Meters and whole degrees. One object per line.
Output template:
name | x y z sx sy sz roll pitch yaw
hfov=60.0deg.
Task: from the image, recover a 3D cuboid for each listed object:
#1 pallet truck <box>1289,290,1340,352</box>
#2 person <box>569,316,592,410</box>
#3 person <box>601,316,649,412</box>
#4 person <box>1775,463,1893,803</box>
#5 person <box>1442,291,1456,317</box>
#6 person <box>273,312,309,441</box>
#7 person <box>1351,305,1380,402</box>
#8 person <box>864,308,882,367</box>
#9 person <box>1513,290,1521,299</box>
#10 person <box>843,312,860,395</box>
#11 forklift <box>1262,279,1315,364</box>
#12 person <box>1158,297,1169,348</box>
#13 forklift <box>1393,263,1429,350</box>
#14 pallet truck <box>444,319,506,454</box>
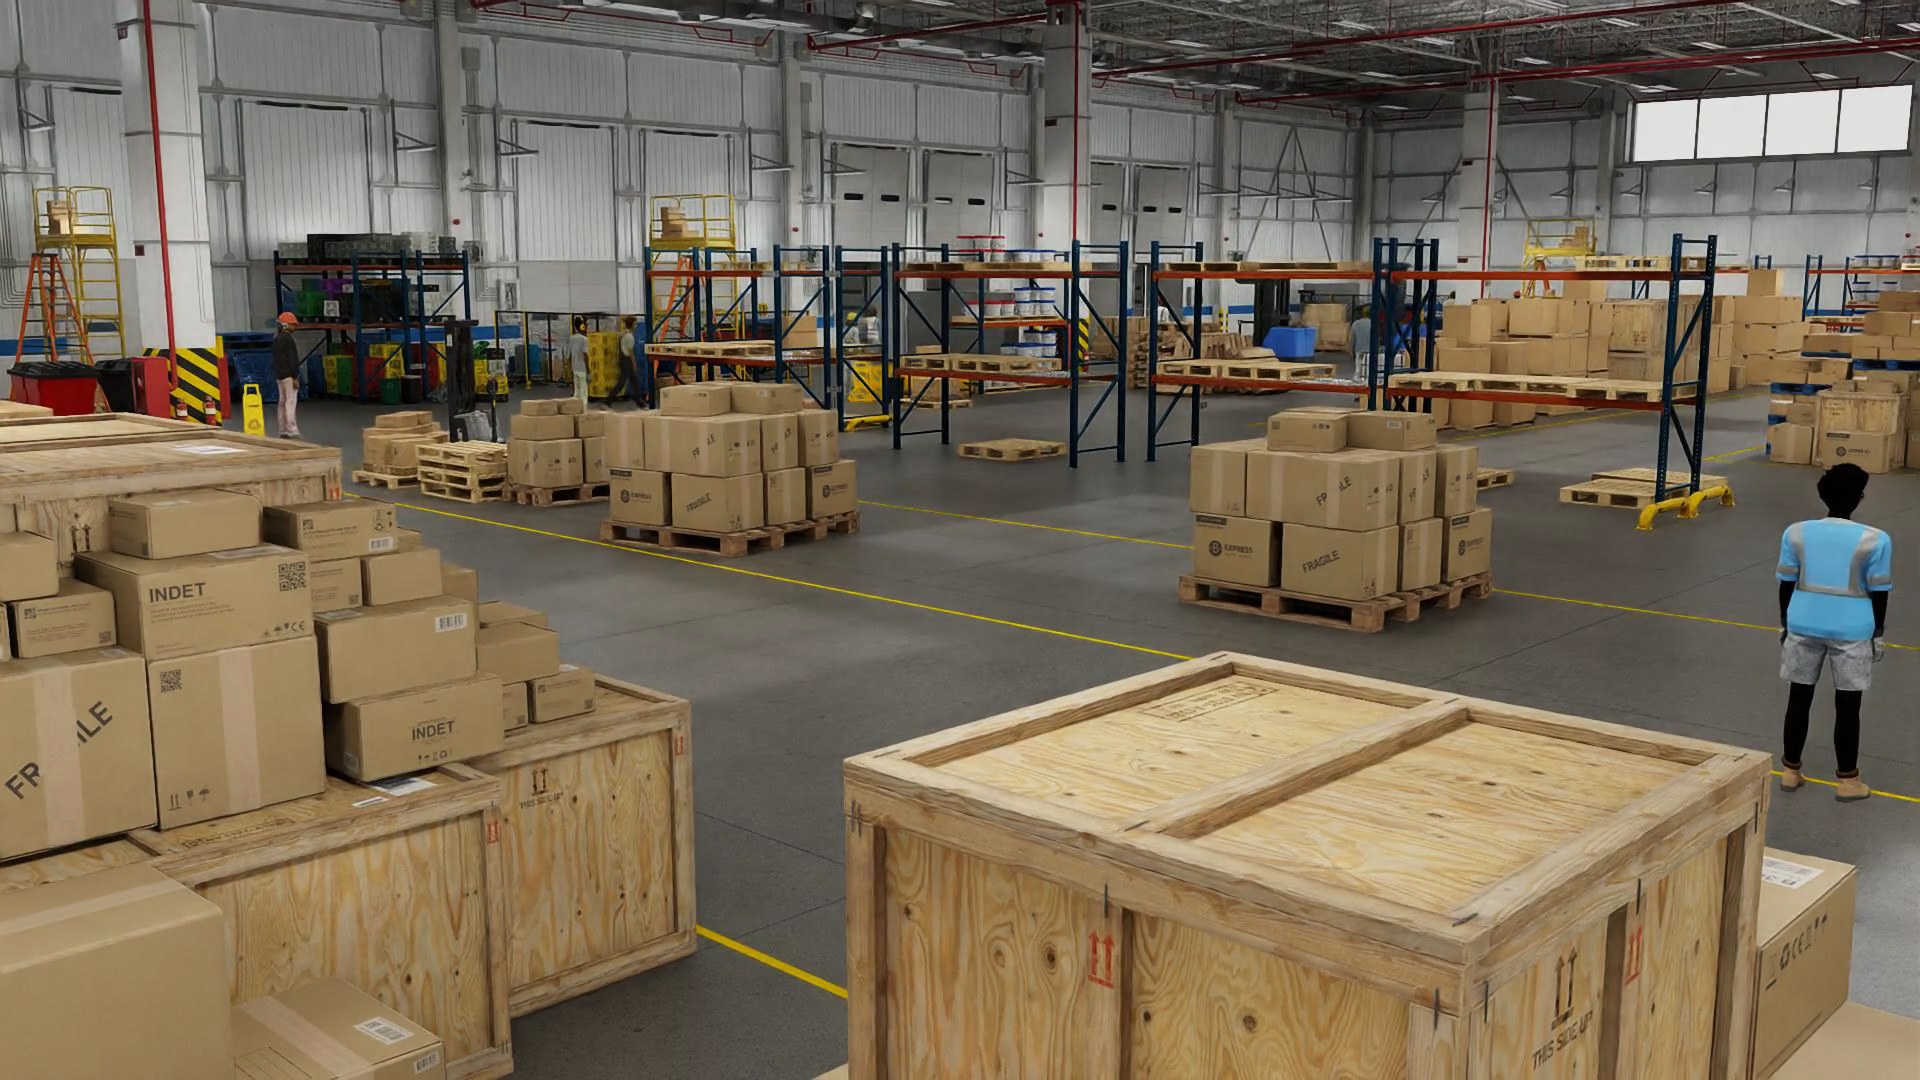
pallet truck | 11.297 -6.951 52.861 1.885 1.965 0.823 -5 11 -29
person | -6.334 -2.804 27.825 0.336 1.873 0.521 -9 13 -43
person | -6.210 -3.238 30.726 0.955 1.803 0.521 -3 10 -20
person | 4.365 0.460 8.342 0.322 1.697 0.535 -9 13 -43
person | 16.023 -7.139 54.207 0.379 1.937 0.629 -9 13 -43
person | -10.387 -2.522 25.729 0.392 1.991 0.613 -9 13 -43
person | 8.071 -3.700 33.110 0.379 1.940 0.629 -9 13 -43
person | -2.270 -5.397 44.557 0.530 1.600 0.850 7 12 39
person | 18.526 -7.343 55.448 0.375 1.939 0.546 -9 13 -43
person | -2.277 -3.922 35.068 0.311 1.744 0.486 -9 13 -43
forklift | 8.555 -6.090 44.881 1.873 2.768 1.129 9 13 43
person | 5.608 -5.868 46.577 0.362 1.883 0.575 -9 13 -43
forklift | 12.459 -6.448 47.076 1.873 2.768 1.129 3 10 16
pallet truck | -6.981 -1.942 22.150 1.885 1.965 0.823 1 9 9
